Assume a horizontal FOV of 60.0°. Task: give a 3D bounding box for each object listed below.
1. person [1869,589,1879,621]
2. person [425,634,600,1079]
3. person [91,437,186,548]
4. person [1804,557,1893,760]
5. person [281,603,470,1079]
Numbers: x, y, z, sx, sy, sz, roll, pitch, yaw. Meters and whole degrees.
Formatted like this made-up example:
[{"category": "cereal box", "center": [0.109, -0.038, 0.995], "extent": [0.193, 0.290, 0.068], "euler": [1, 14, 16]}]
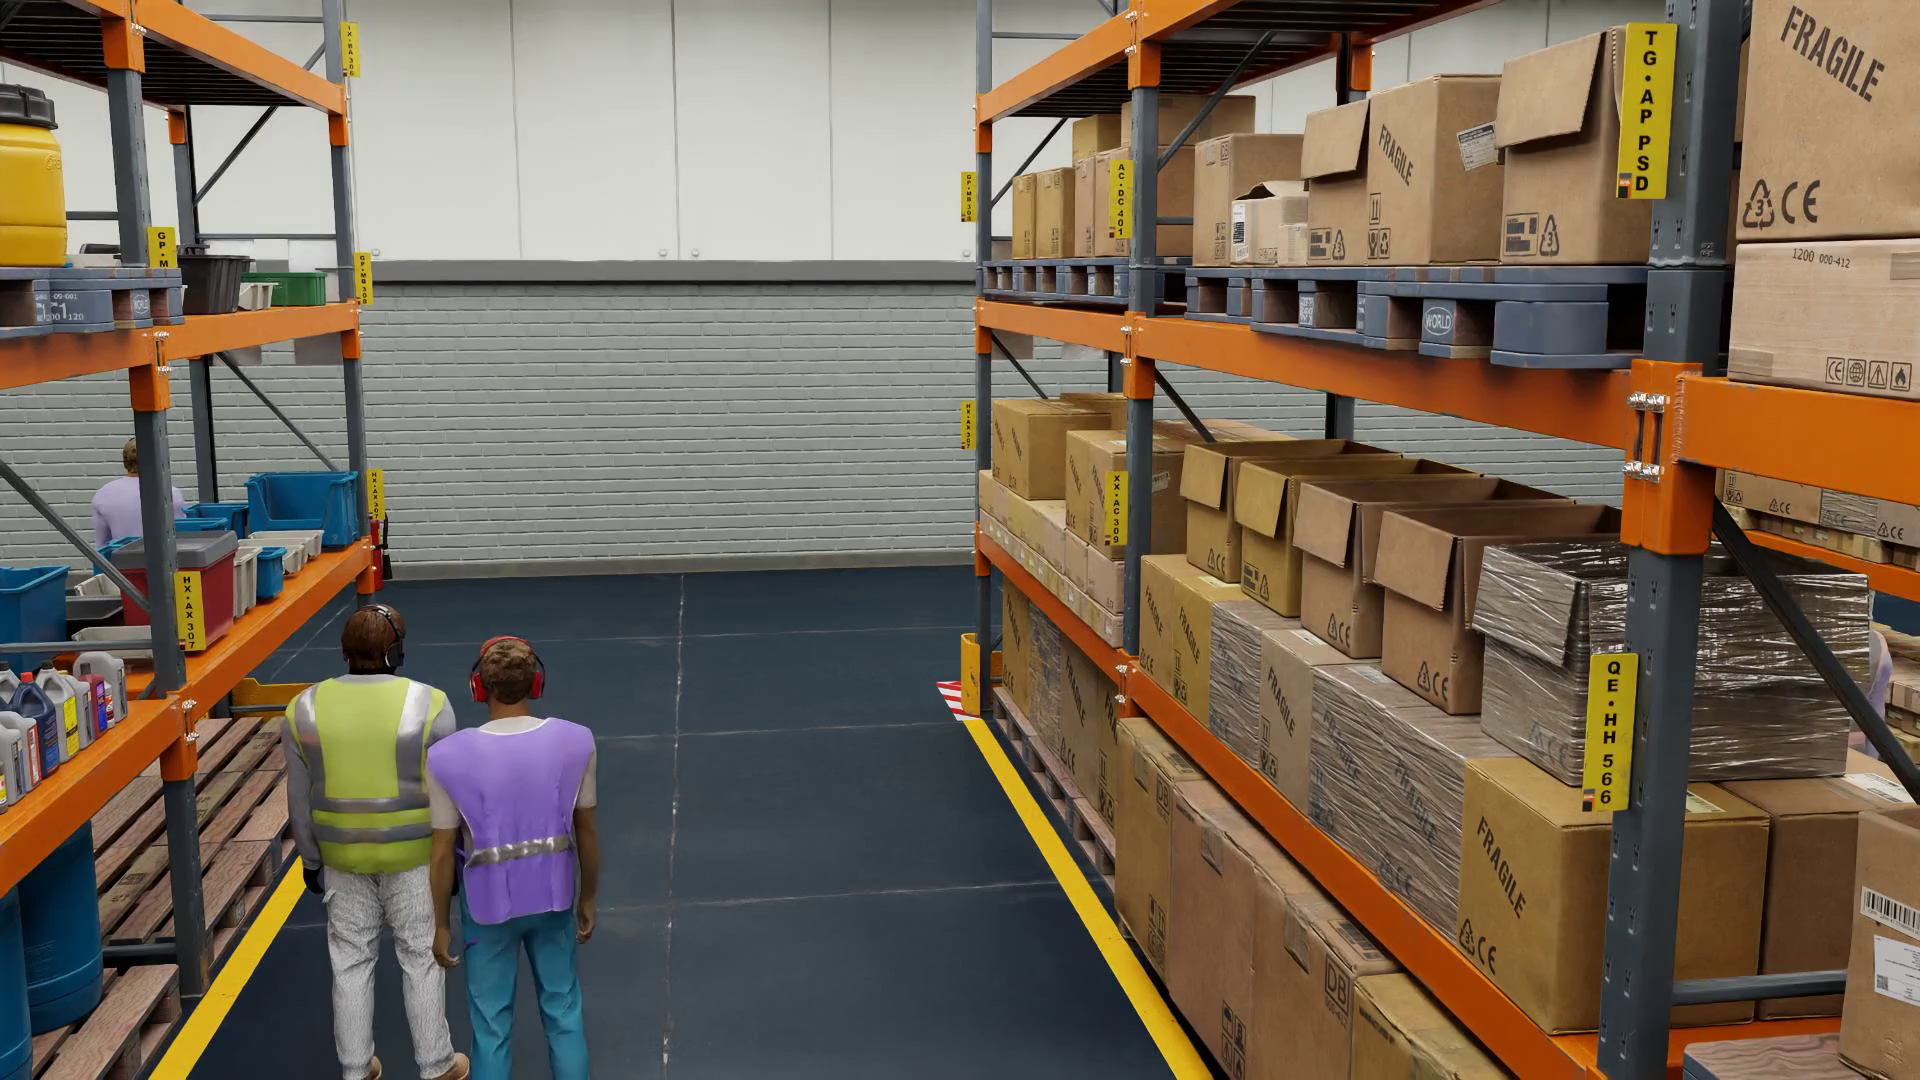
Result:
[{"category": "person", "center": [6.171, 0.256, 11.488], "extent": [0.510, 1.860, 0.334], "euler": [-4, 10, -26]}, {"category": "person", "center": [-1.463, 1.233, 5.536], "extent": [0.565, 1.838, 0.400], "euler": [-5, 11, -30]}, {"category": "person", "center": [-5.421, 0.275, 11.111], "extent": [0.637, 1.938, 0.357], "euler": [1, 9, 4]}, {"category": "person", "center": [3.566, 0.983, 7.067], "extent": [0.619, 1.838, 0.430], "euler": [1, 9, 6]}, {"category": "person", "center": [-2.098, 1.142, 6.066], "extent": [0.629, 1.842, 0.429], "euler": [0, 9, -1]}]
